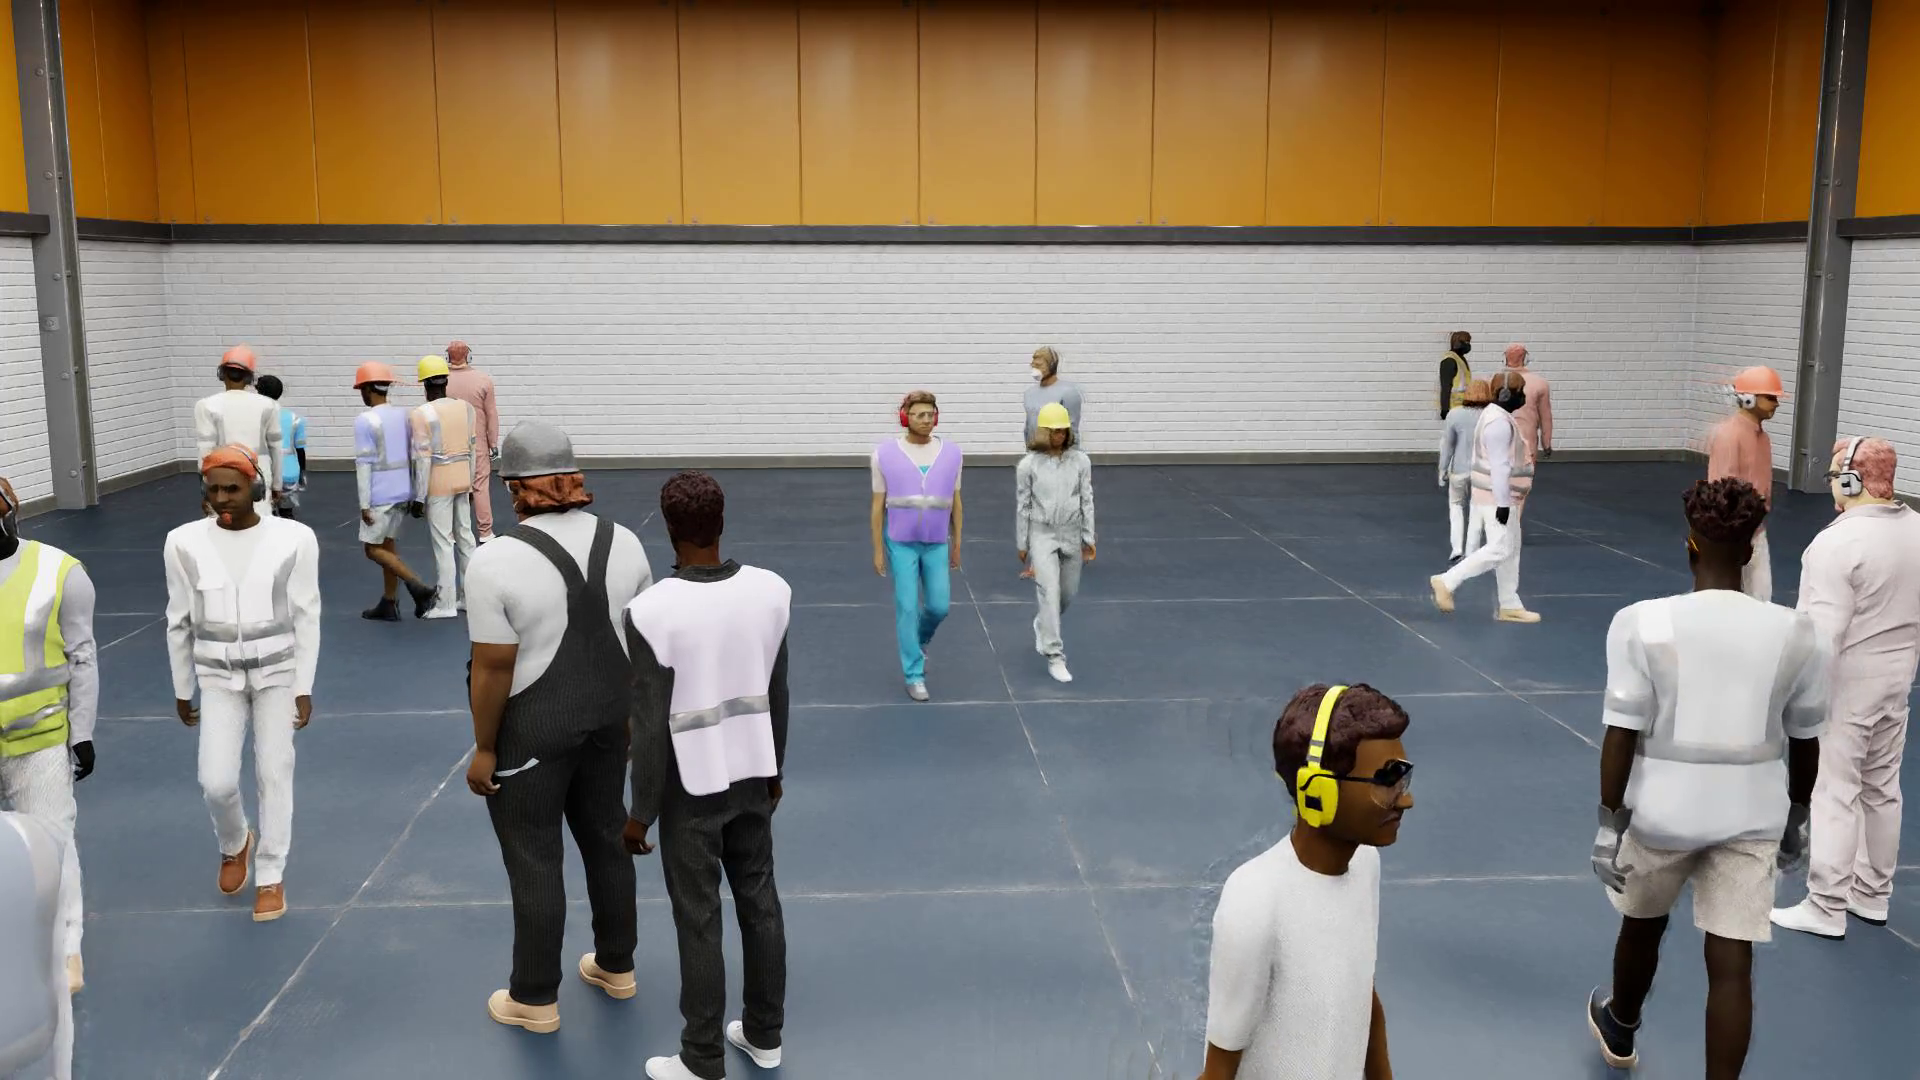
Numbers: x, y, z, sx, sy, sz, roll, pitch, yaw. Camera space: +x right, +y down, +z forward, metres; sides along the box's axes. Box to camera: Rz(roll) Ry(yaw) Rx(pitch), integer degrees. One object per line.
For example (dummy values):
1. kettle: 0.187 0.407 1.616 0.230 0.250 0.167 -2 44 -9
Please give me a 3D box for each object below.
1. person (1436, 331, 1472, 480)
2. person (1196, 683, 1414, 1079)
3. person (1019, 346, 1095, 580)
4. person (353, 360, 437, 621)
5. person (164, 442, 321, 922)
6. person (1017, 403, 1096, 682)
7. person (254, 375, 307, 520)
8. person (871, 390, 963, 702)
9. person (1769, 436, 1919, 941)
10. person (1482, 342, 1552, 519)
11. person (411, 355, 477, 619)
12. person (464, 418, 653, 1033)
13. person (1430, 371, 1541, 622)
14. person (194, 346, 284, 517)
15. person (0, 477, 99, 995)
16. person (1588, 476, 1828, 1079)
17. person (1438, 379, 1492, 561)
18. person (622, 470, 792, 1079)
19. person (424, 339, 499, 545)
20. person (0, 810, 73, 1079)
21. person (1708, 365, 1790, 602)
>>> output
1. person: 6.040 -1.620 20.192 0.481 1.826 0.658 5 10 29
2. person: 0.602 1.128 3.003 0.993 1.817 0.538 6 11 33
3. person: 0.790 -0.636 13.708 0.623 1.927 0.630 -8 12 -41
4. person: -4.041 -0.325 11.857 0.664 1.905 0.550 4 10 22
5. person: -2.758 0.552 6.444 0.570 1.869 0.463 -2 9 -15
6. person: 0.579 -0.022 10.512 0.488 1.717 0.790 -3 10 -20
7. person: -5.696 -0.523 13.756 0.419 1.685 0.541 9 12 43
8. person: -0.268 0.012 9.919 0.559 1.836 0.563 -3 9 -17
9. person: 3.361 0.556 6.300 0.638 1.906 0.407 -5 10 -28
10. person: 5.235 -0.930 15.723 0.634 1.873 0.942 6 11 34
11. person: -3.769 -0.380 12.126 0.383 1.920 0.585 5 10 27
12. person: -1.391 0.600 5.591 0.537 2.000 0.689 8 12 40
13. person: 3.824 -0.306 11.952 0.696 1.826 0.637 3 10 20
14. person: -5.283 -0.425 12.219 0.627 1.972 1.087 -7 11 -37
15. person: -3.297 0.683 5.715 0.620 1.837 0.429 -2 9 -13
16. person: 2.164 0.766 4.891 0.636 1.917 0.960 2 9 10
17. person: 4.374 -0.567 14.221 0.535 1.615 0.432 3 9 17
18. person: -0.757 0.744 5.089 0.394 1.915 0.587 9 13 44
19. person: -4.600 -0.904 15.441 0.642 1.913 0.409 -1 9 -8
20. person: -1.843 1.120 3.017 0.507 1.818 0.613 3 9 16
21. person: 4.659 -0.088 10.156 0.623 1.967 0.838 -7 11 -38
